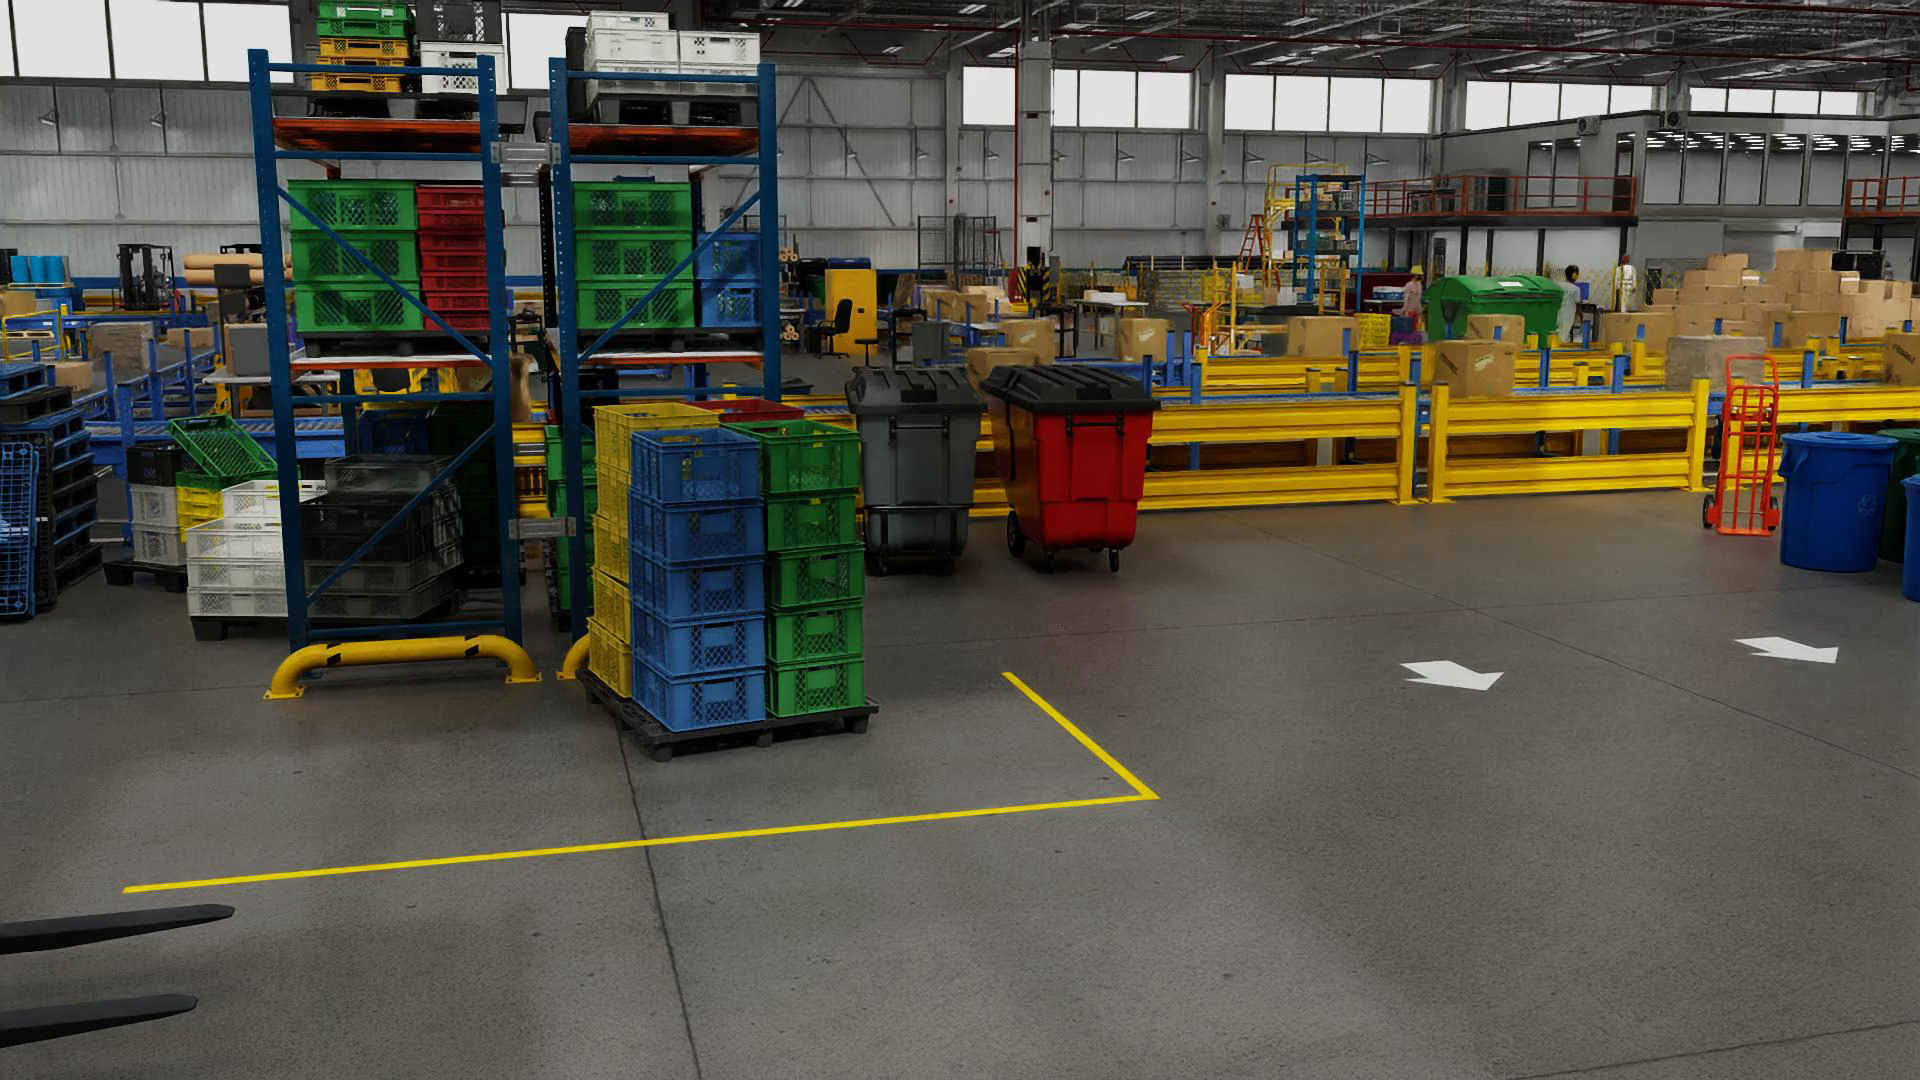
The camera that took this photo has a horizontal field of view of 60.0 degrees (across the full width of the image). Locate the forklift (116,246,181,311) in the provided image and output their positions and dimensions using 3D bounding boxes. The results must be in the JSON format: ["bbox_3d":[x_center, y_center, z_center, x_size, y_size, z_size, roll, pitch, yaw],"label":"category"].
[{"bbox_3d":[-19.966,-6.232,40.894,1.157,1.987,2.680,-3,10,-15],"label":"forklift"}]

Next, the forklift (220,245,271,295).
[{"bbox_3d":[-17.749,-6.334,41.440,1.157,1.987,2.680,-3,10,-17],"label":"forklift"}]

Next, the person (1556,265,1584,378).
[{"bbox_3d":[9.823,-3.498,26.758,0.981,1.813,0.556,-4,11,-22],"label":"person"}]

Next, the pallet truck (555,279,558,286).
[{"bbox_3d":[-10.604,-6.375,44.520,0.653,1.274,1.630,-3,10,-15],"label":"pallet truck"}]

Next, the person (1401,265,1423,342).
[{"bbox_3d":[8.774,-4.422,32.178,0.523,1.761,0.345,-8,13,-40],"label":"person"}]

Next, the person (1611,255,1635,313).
[{"bbox_3d":[19.169,-7.301,48.173,0.603,1.859,0.782,-1,10,-3],"label":"person"}]
